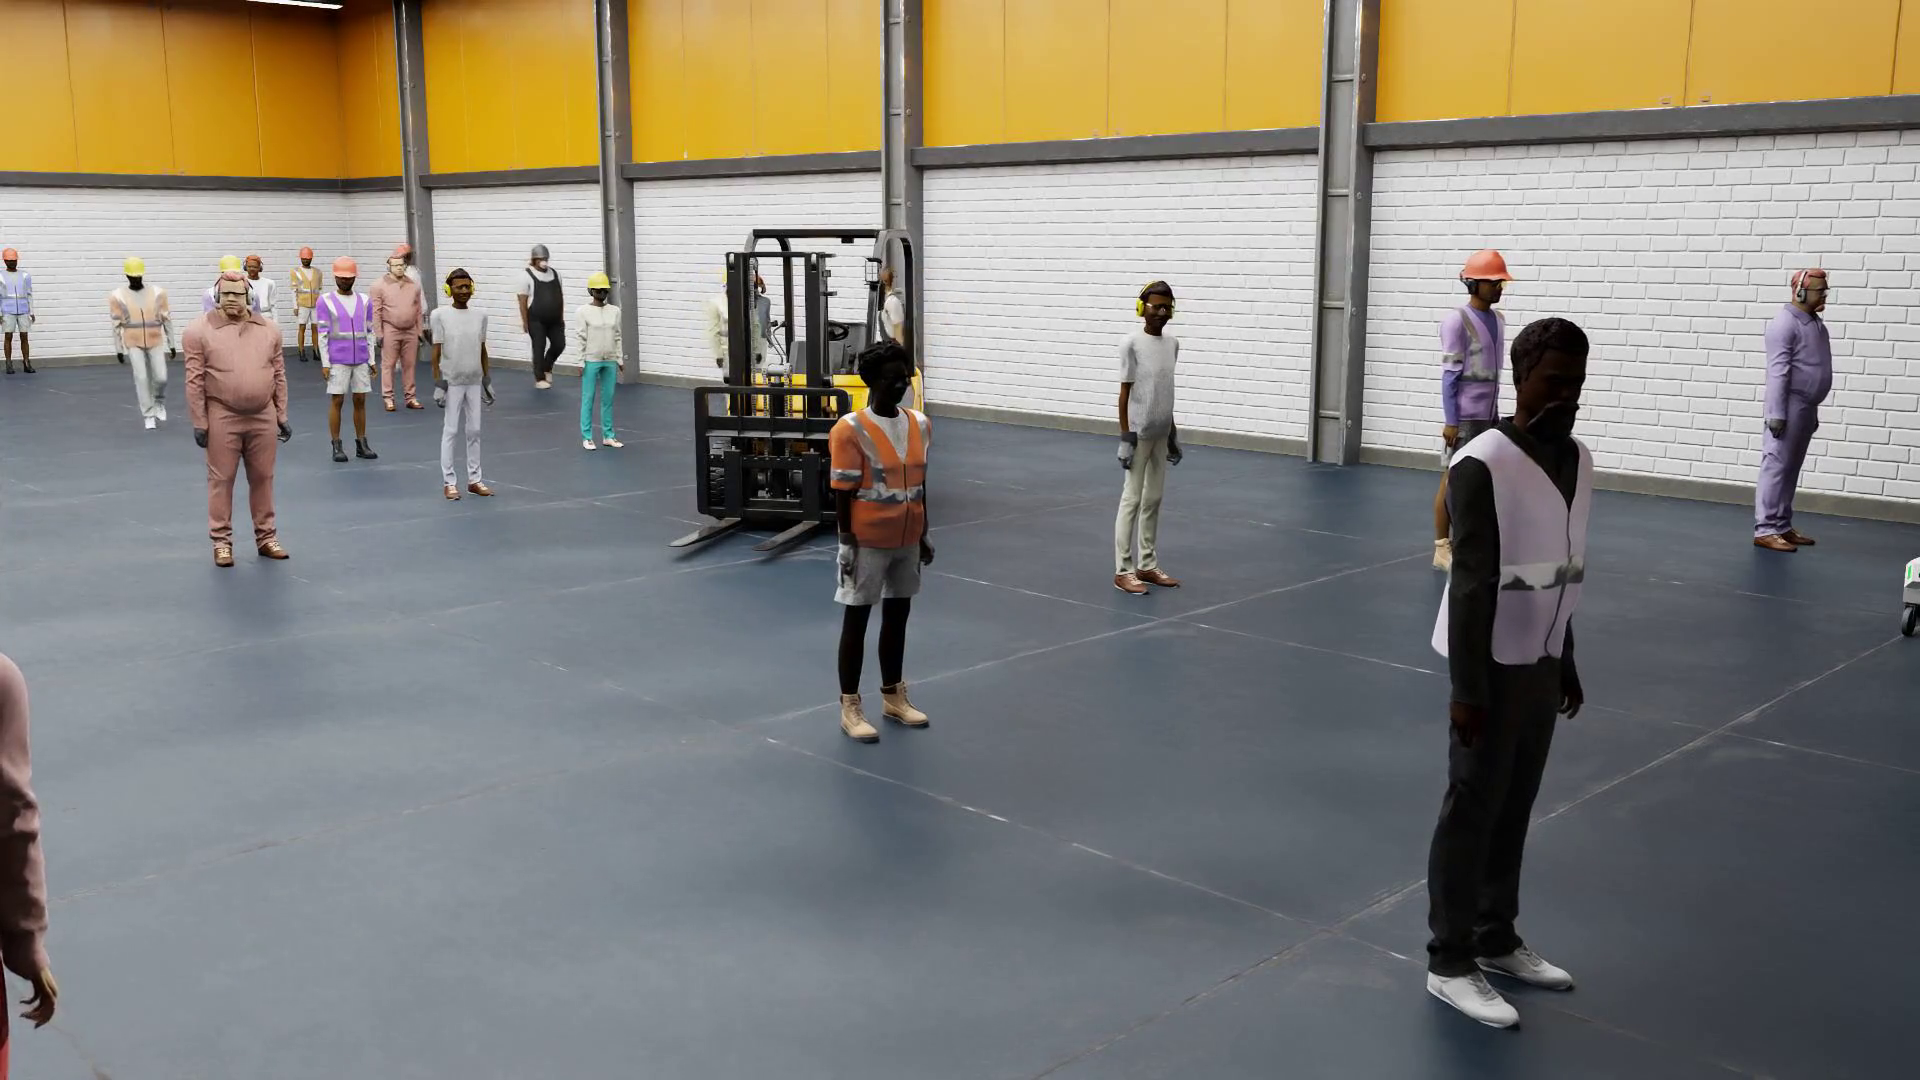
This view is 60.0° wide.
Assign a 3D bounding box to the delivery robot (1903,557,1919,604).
[{"bbox_3d":[5.366,0.182,8.948,0.707,0.478,0.477,-10,14,-44],"label":"delivery robot"}]

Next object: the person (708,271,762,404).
[{"bbox_3d":[-2.431,-2.063,18.042,0.617,1.807,0.530,-7,12,-32],"label":"person"}]

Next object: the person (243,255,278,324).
[{"bbox_3d":[-9.117,-2.747,21.563,0.574,1.879,0.358,-10,14,-42],"label":"person"}]

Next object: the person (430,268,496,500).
[{"bbox_3d":[-4.029,-1.268,13.522,0.513,1.872,0.331,-10,14,-42],"label":"person"}]

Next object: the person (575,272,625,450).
[{"bbox_3d":[-3.588,-1.787,16.635,0.526,1.768,0.331,-10,14,-42],"label":"person"}]

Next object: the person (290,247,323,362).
[{"bbox_3d":[-11.042,-3.995,28.220,0.547,1.934,0.376,-10,14,-42],"label":"person"}]

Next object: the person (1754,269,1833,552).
[{"bbox_3d":[5.707,-0.885,11.336,0.642,1.909,0.399,-10,14,-42],"label":"person"}]

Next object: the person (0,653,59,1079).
[{"bbox_3d":[-1.811,0.750,2.812,0.526,1.765,0.329,-10,14,-42],"label":"person"}]

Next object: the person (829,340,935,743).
[{"bbox_3d":[-0.325,-0.003,7.095,0.536,1.696,0.322,-10,14,-42],"label":"person"}]

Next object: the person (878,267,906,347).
[{"bbox_3d":[-0.681,-1.880,17.040,0.653,1.799,0.533,1,10,6],"label":"person"}]

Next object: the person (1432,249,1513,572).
[{"bbox_3d":[3.268,-0.807,10.536,0.609,2.044,0.397,-10,14,-42],"label":"person"}]

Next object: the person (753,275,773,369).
[{"bbox_3d":[-2.597,-2.553,21.173,0.501,1.633,0.282,-10,14,-42],"label":"person"}]

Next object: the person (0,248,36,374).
[{"bbox_3d":[-14.606,-3.540,25.730,0.547,1.938,0.379,-10,14,-42],"label":"person"}]

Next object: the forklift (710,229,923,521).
[{"bbox_3d":[-1.050,-1.319,12.920,1.214,2.155,2.313,2,11,13],"label":"forklift"}]

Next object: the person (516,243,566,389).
[{"bbox_3d":[-5.815,-3.131,23.215,0.697,2.000,0.561,-10,14,-43],"label":"person"}]

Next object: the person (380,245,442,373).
[{"bbox_3d":[-8.496,-3.596,25.925,1.079,1.977,0.654,-3,11,-17],"label":"person"}]

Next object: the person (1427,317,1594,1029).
[{"bbox_3d":[1.521,0.346,4.600,0.590,1.917,0.395,-10,14,-42],"label":"person"}]

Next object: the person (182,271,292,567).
[{"bbox_3d":[-4.671,-0.790,10.830,0.642,1.905,0.399,-10,14,-42],"label":"person"}]

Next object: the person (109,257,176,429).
[{"bbox_3d":[-9.026,-2.173,18.389,0.634,1.893,0.615,-6,12,-31],"label":"person"}]

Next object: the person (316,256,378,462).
[{"bbox_3d":[-5.790,-1.715,15.784,0.547,1.934,0.376,-10,14,-42],"label":"person"}]

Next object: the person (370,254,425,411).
[{"bbox_3d":[-6.835,-2.531,20.313,0.642,1.909,0.399,-10,14,-42],"label":"person"}]

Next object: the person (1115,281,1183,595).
[{"bbox_3d":[1.147,-0.617,9.991,0.513,1.866,0.331,-10,14,-42],"label":"person"}]

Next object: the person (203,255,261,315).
[{"bbox_3d":[-7.666,-2.047,17.614,0.589,1.927,0.388,-10,14,-42],"label":"person"}]
